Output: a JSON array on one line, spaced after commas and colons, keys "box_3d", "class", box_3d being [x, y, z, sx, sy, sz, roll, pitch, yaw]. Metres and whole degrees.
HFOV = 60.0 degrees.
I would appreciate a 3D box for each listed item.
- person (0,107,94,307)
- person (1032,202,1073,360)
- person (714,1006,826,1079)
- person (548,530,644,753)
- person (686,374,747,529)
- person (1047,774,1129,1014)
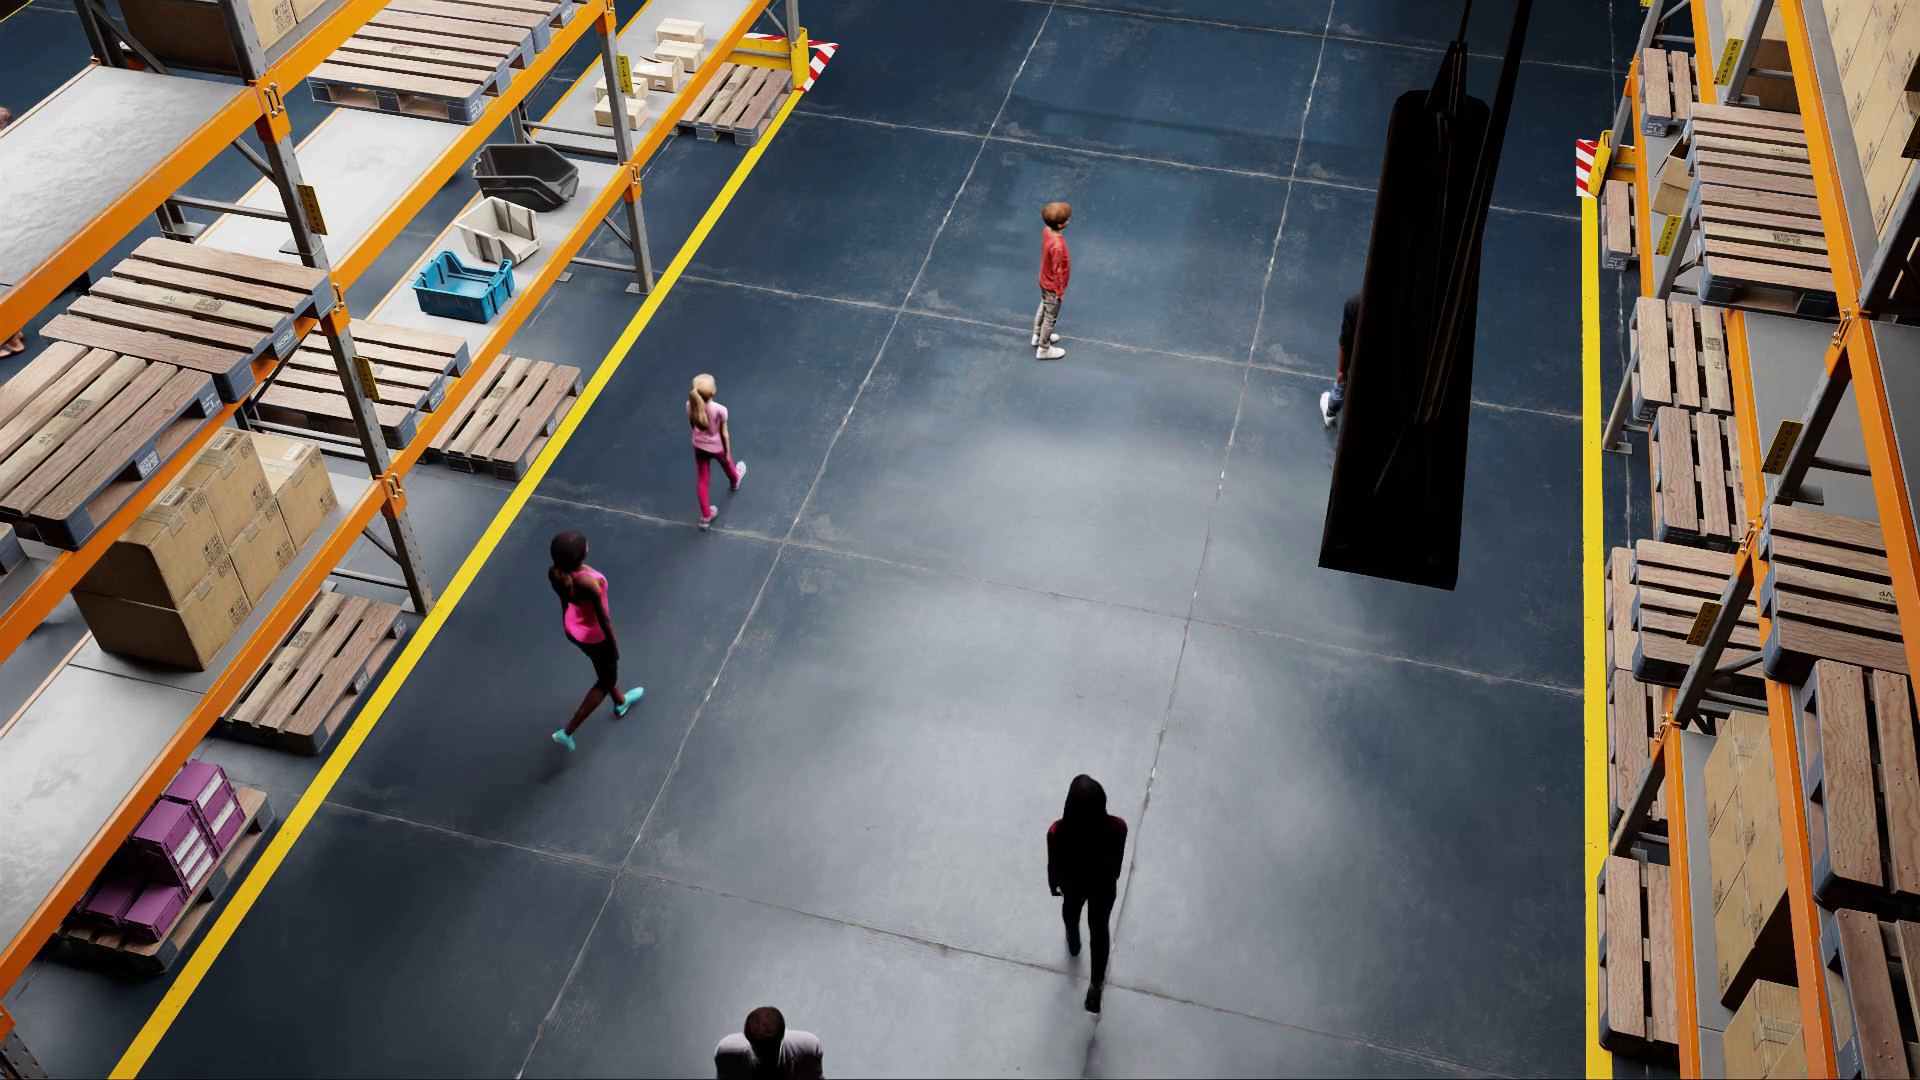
[{"box_3d": [-7.697, -2.785, 13.859, 0.739, 1.815, 0.687, 22, 48, 22], "class": "person"}, {"box_3d": [0.738, -2.103, 13.435, 0.650, 1.413, 0.543, -8, 44, -8], "class": "person"}, {"box_3d": [-0.890, 2.757, 8.020, 0.751, 1.846, 0.710, -4, 44, -4], "class": "person"}, {"box_3d": [-2.359, 0.639, 10.346, 0.817, 1.703, 1.072, 28, 50, 26], "class": "person"}, {"box_3d": [-1.832, -0.635, 12.018, 0.508, 1.241, 0.875, 8, 44, 9], "class": "person"}, {"box_3d": [0.712, 1.930, 9.042, 0.749, 1.633, 1.014, -1, 44, -1], "class": "person"}]
